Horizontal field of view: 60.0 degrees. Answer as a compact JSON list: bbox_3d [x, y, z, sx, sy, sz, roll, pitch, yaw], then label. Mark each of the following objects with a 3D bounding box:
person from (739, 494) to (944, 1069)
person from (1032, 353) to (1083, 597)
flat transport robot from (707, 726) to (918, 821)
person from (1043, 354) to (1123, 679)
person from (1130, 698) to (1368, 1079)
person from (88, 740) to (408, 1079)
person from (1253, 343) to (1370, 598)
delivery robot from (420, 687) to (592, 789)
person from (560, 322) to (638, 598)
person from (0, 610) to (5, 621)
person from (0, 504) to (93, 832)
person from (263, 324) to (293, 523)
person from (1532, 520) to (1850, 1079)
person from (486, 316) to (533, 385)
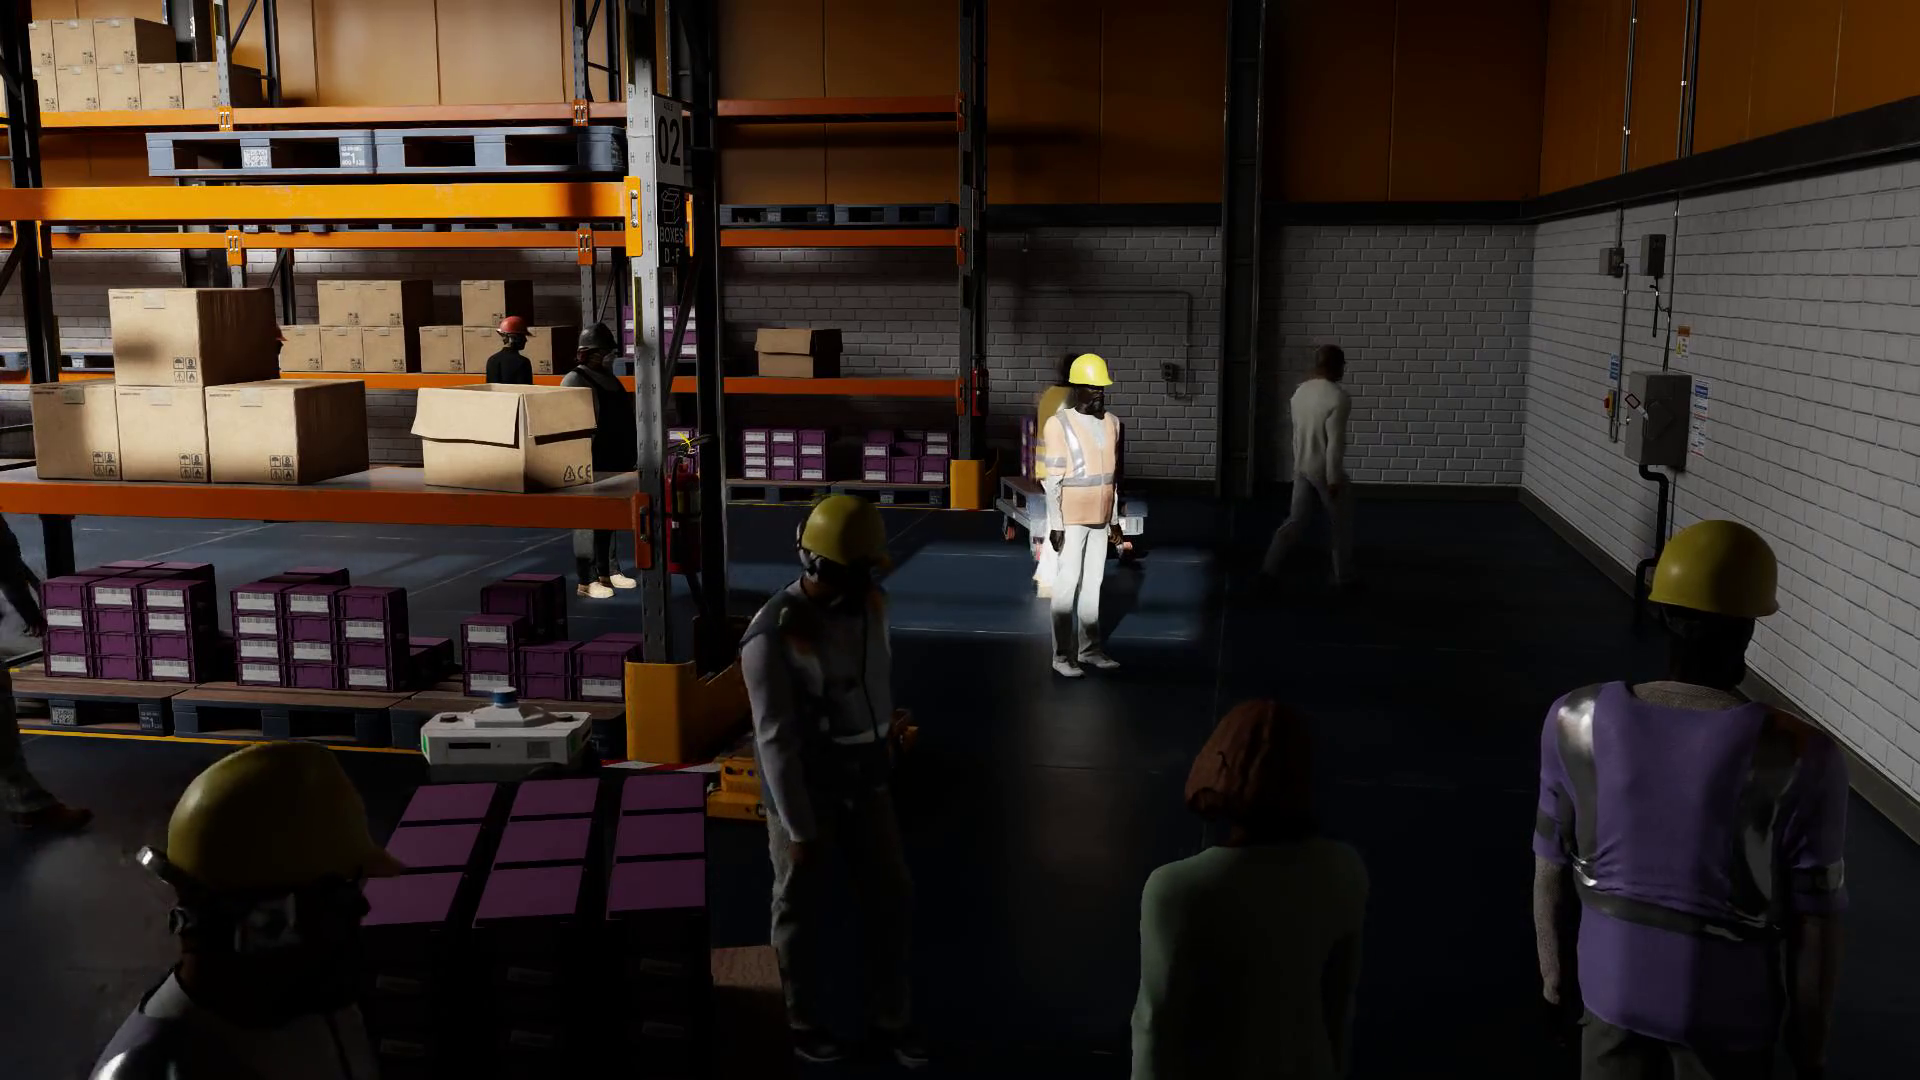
[{"bbox_3d":[-0.346,0.737,4.883,0.643,1.790,0.615,8,12,39],"label":"person"},{"bbox_3d":[0.757,-0.474,12.368,0.488,1.812,0.633,-4,10,-24],"label":"person"},{"bbox_3d":[-0.690,1.016,7.854,0.652,0.197,1.431,2,9,13],"label":"flat transport robot"},{"bbox_3d":[0.755,-0.149,9.961,0.590,1.927,0.367,-8,12,-42],"label":"person"},{"bbox_3d":[0.566,1.113,3.136,0.508,1.611,0.439,-4,10,-21],"label":"person"},{"bbox_3d":[-0.934,1.161,2.167,0.476,1.819,0.638,0,9,-1],"label":"person"},{"bbox_3d":[2.602,-0.503,12.287,0.996,1.900,0.644,-5,10,-27],"label":"person"},{"bbox_3d":[-2.018,0.899,7.414,0.707,0.478,0.477,0,9,-1],"label":"delivery robot"},{"bbox_3d":[-2.654,-0.605,12.438,0.537,2.000,0.680,3,10,16],"label":"person"},{"bbox_3d":[-6.399,-0.254,10.612,0.470,1.921,0.636,2,9,9],"label":"person"},{"bbox_3d":[-4.330,0.325,7.144,1.017,1.897,0.629,0,9,-2],"label":"person"},{"bbox_3d":[-6.636,-1.134,16.040,0.379,1.937,0.548,-5,10,-26],"label":"person"},{"bbox_3d":[1.451,0.915,3.359,0.588,1.927,0.371,8,12,39],"label":"person"},{"bbox_3d":[-4.237,-1.124,15.806,0.612,1.991,0.392,7,11,36],"label":"person"}]
